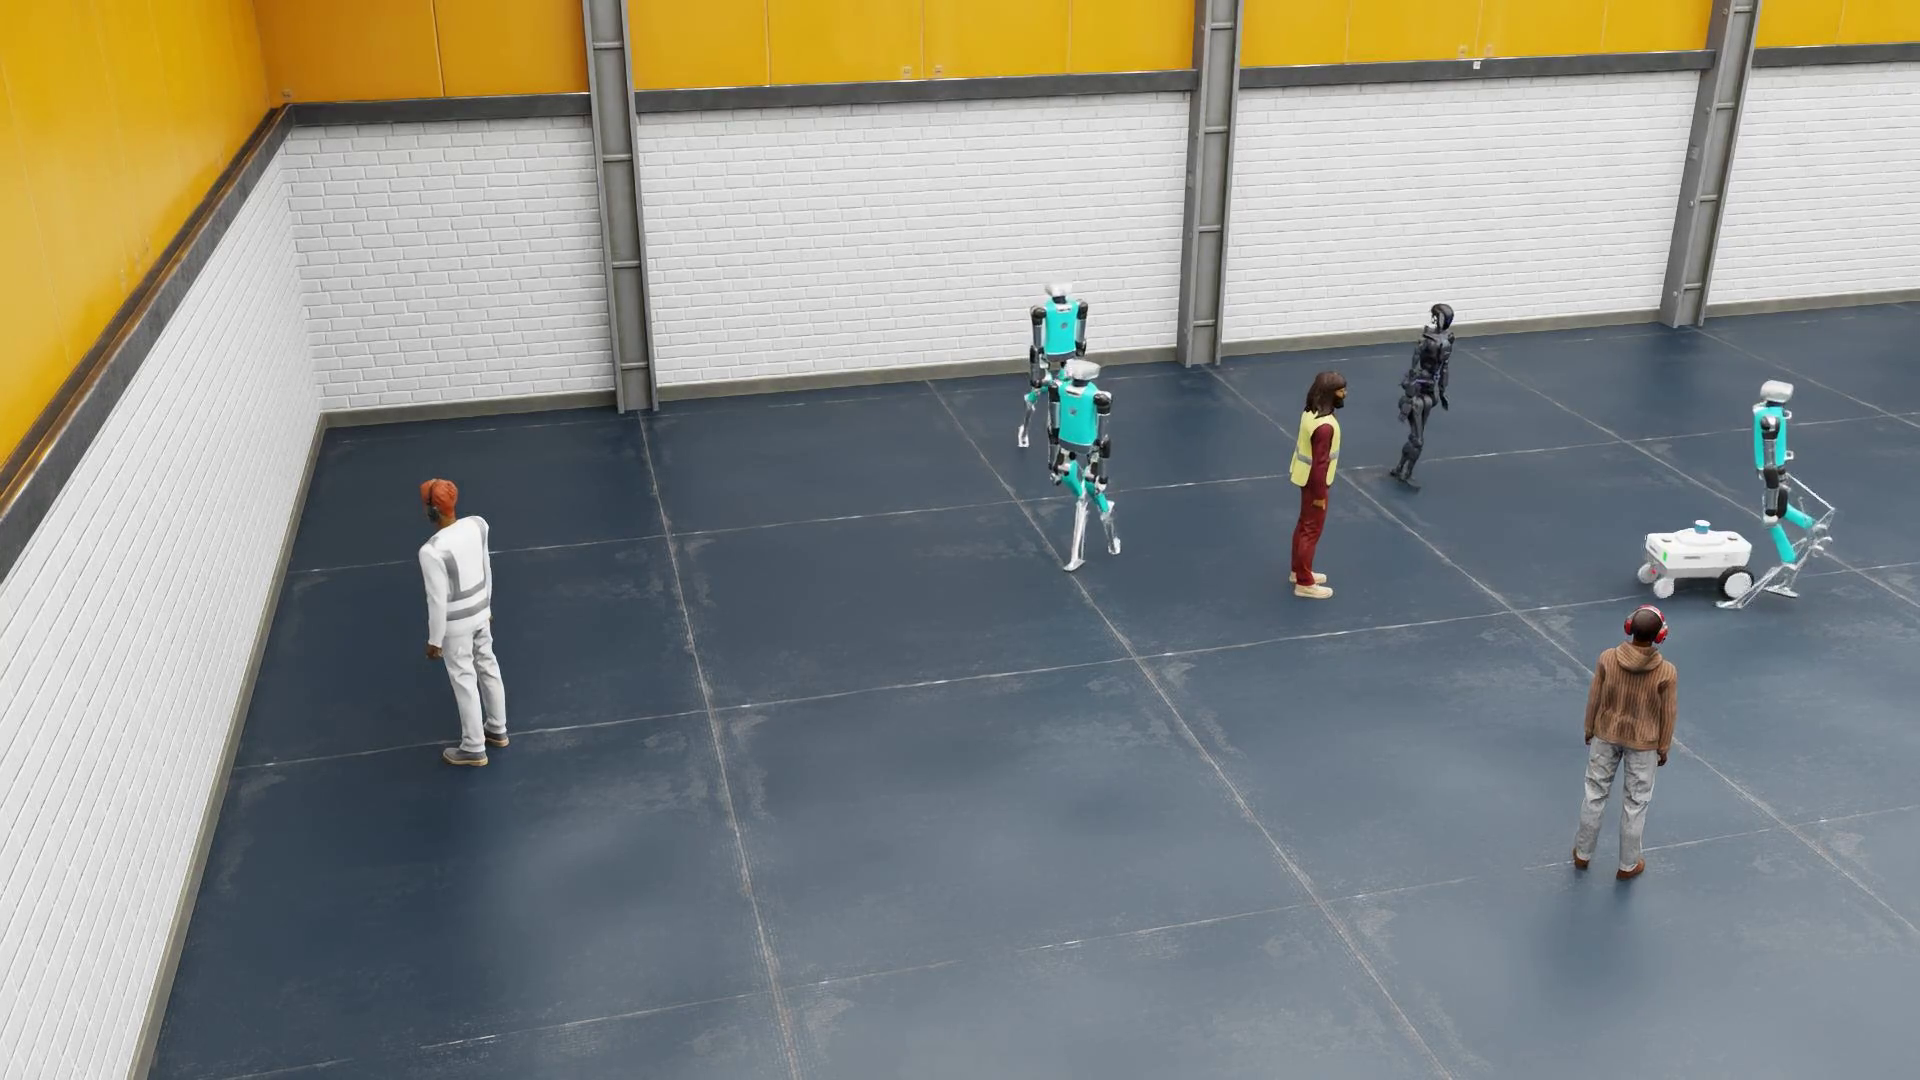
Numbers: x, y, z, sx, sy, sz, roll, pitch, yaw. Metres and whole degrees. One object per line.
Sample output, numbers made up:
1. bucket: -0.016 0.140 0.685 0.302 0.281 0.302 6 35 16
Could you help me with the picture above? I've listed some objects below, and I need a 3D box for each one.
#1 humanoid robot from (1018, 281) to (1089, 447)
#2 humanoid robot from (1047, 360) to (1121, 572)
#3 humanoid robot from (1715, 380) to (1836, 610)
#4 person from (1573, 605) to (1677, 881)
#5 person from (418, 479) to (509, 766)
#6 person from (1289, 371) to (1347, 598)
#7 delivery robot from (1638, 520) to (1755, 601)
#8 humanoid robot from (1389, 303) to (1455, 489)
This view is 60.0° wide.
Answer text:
1. humanoid robot: 0.760 -1.561 15.097 0.549 1.783 0.955 -8 25 -18
2. humanoid robot: 1.043 -0.560 12.930 0.547 1.876 0.818 15 28 31
3. humanoid robot: 6.119 -0.261 12.163 0.811 1.788 0.541 9 25 21
4. person: 3.644 1.115 9.110 0.454 1.651 0.337 14 27 29
5. person: -3.068 0.502 10.220 0.355 1.882 0.572 9 25 20
6. person: 2.662 -0.424 12.469 0.380 1.766 0.459 2 24 5
7. delivery robot: 5.628 0.145 12.686 0.807 0.603 0.499 -2 24 -4
8. humanoid robot: 4.049 -1.271 14.514 0.591 1.642 0.535 -19 30 -36
